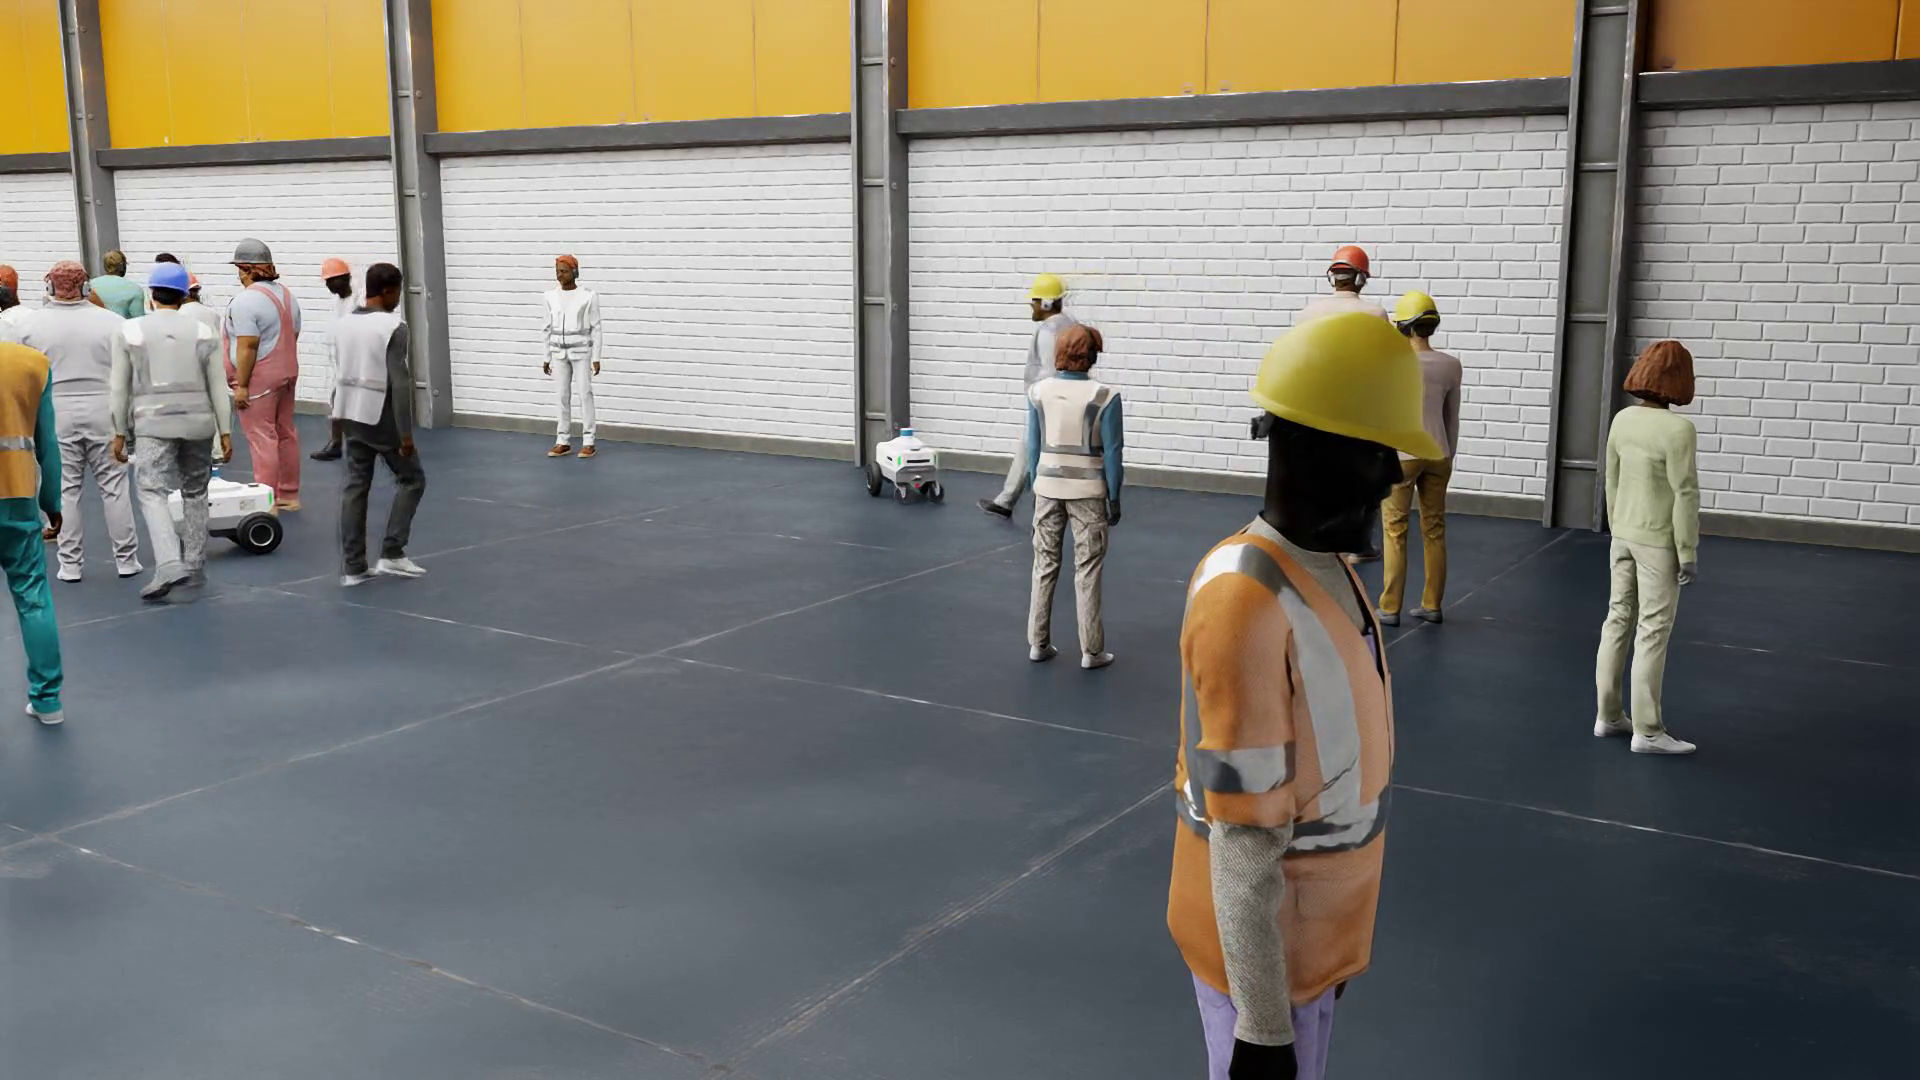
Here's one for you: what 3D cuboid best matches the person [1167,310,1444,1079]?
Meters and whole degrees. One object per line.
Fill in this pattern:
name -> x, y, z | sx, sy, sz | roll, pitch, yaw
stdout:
person -> 0.519, 0.610, 2.585 | 0.374, 1.920, 0.585 | 4, 11, 19

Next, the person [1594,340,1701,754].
person -> 2.746, 0.027, 6.609 | 0.286, 1.633, 0.499 | -3, 11, -14

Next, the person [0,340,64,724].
person -> -3.987, -0.146, 6.819 | 0.596, 1.912, 0.384 | -10, 14, -44

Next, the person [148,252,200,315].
person -> -7.663, -1.859, 16.306 | 0.597, 1.903, 0.499 | 5, 11, 24

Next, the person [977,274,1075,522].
person -> 0.615, -1.005, 11.914 | 0.932, 1.782, 0.588 | 5, 11, 24

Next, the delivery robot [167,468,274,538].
delivery robot -> -4.822, -0.223, 10.722 | 0.707, 0.478, 0.477 | -7, 12, -34

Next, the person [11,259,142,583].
person -> -5.224, -0.701, 9.889 | 0.644, 1.907, 0.399 | -5, 12, -28

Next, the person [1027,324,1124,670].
person -> 0.535, -0.204, 7.910 | 0.511, 1.630, 0.315 | 6, 12, 31

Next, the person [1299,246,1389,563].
person -> 2.421, -0.848, 10.482 | 0.609, 1.986, 0.391 | 7, 12, 33

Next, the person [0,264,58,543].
person -> -6.105, -0.864, 10.908 | 0.406, 1.870, 0.609 | 0, 10, -1

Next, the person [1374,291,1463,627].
person -> 2.374, -0.421, 8.748 | 0.525, 1.760, 0.341 | -3, 11, -18

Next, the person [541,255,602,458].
person -> -3.620, -1.702, 15.500 | 0.586, 1.880, 0.340 | 2, 11, 13

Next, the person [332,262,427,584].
person -> -3.440, -0.685, 9.828 | 0.622, 1.885, 0.552 | 5, 11, 24

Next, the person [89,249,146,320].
person -> -8.464, -1.947, 16.743 | 0.630, 1.934, 0.369 | 1, 10, 5

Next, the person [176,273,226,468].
person -> -6.823, -1.508, 14.804 | 0.351, 1.744, 0.566 | 4, 11, 20

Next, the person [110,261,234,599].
person -> -4.482, -0.629, 9.509 | 0.629, 1.907, 0.761 | -7, 12, -33

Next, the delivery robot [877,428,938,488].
delivery robot -> -0.415, -0.628, 12.970 | 0.477, 0.478, 0.707 | -3, 11, -16

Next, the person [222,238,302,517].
person -> -5.156, -1.185, 12.199 | 0.537, 2.000, 0.682 | 1, 10, 8

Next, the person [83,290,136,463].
person -> -7.736, -1.457, 14.906 | 0.606, 1.600, 0.528 | -4, 11, -22
